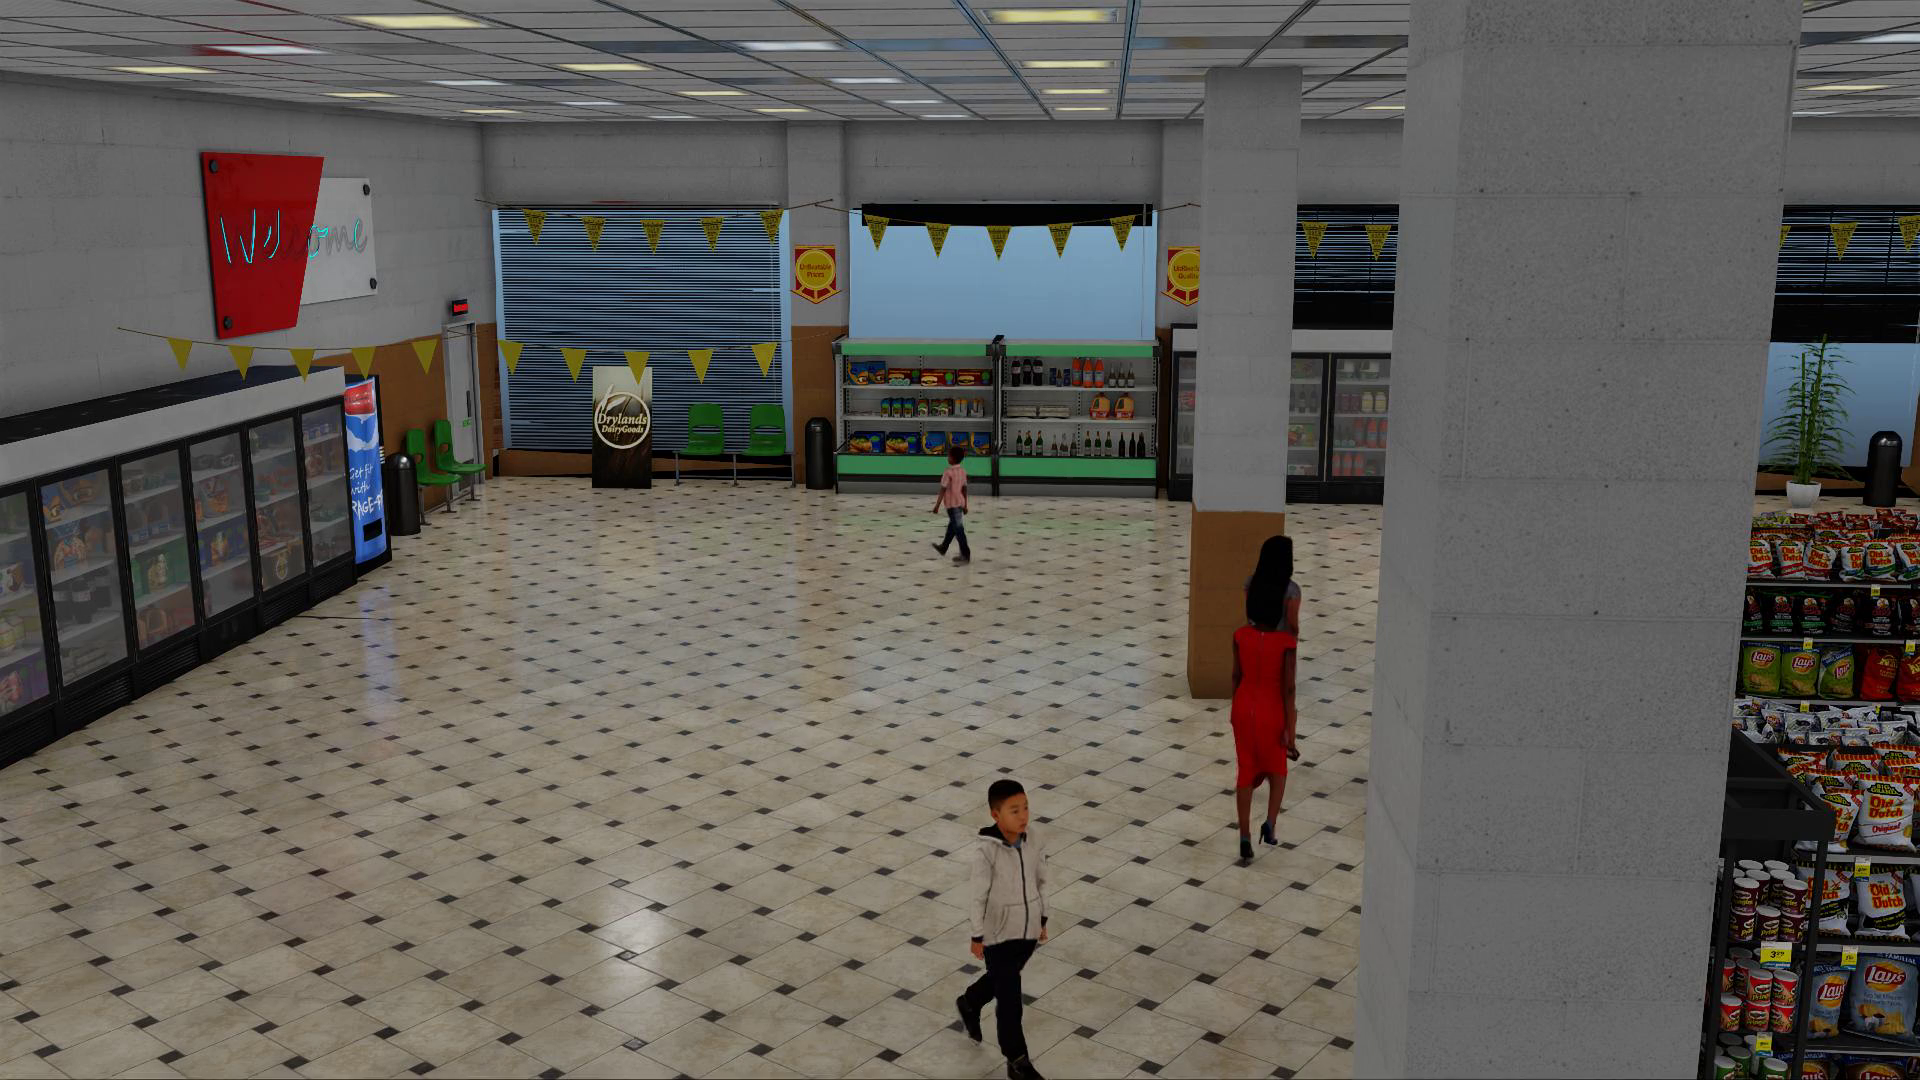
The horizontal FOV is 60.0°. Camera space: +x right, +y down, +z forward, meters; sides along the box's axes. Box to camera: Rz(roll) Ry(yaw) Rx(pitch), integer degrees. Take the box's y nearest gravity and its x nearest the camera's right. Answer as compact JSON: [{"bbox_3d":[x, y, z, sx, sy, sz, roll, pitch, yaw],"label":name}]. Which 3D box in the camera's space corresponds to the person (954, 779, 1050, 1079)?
[{"bbox_3d":[0.173,1.796,7.767,0.946,1.436,1.029,-11,16,-43],"label":"person"}]

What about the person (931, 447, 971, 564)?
[{"bbox_3d":[-0.009,-0.369,18.438,0.933,1.277,0.799,9,15,37],"label":"person"}]

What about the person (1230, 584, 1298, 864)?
[{"bbox_3d":[1.809,1.143,10.164,0.698,1.727,0.752,5,13,22],"label":"person"}]

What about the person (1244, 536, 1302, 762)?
[{"bbox_3d":[2.079,0.878,11.422,1.104,1.727,0.947,7,14,29],"label":"person"}]
